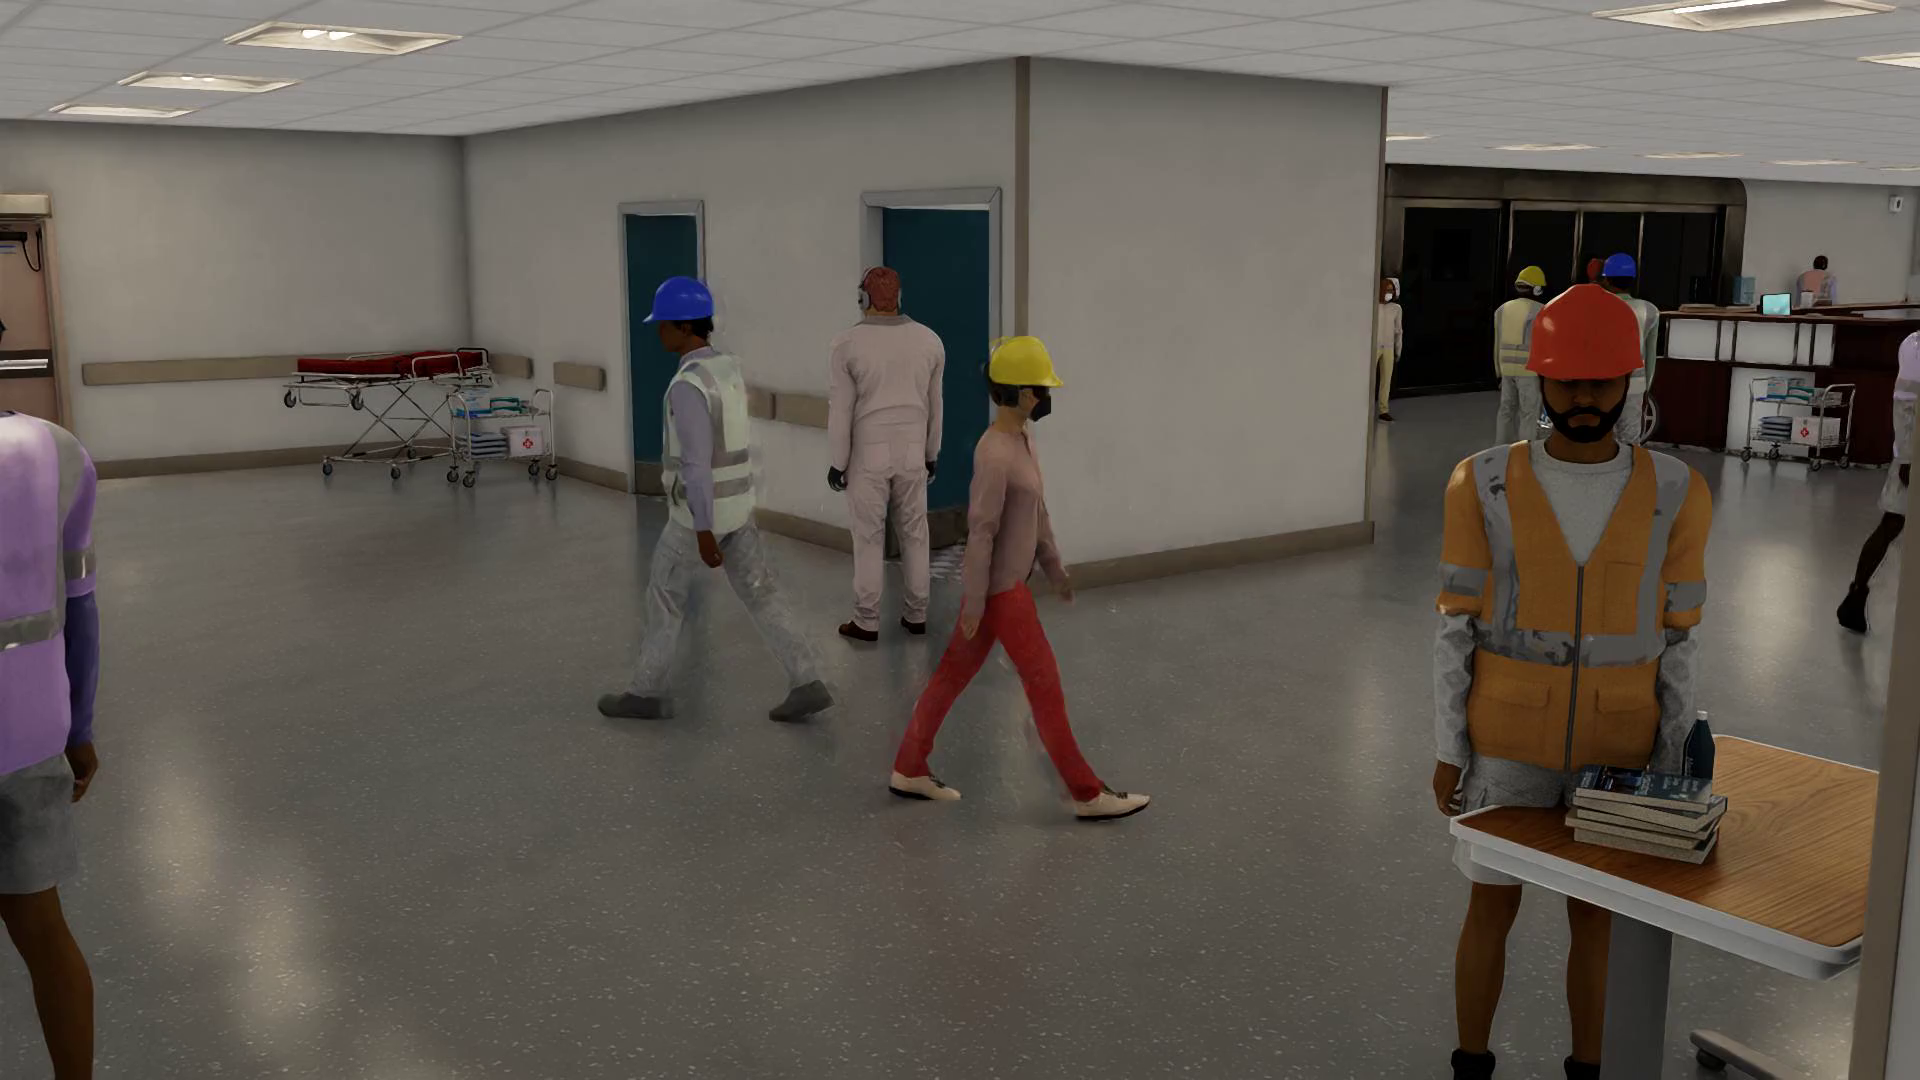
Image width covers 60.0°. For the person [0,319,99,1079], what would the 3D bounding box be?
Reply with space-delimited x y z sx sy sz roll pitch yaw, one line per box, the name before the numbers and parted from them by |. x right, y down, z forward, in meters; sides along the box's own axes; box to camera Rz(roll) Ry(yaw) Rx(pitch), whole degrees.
person | -2.048 0.413 3.422 0.409 2.028 0.615 3 11 17

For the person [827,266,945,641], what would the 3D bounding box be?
person | -0.395 -0.437 8.514 0.642 1.907 0.410 -6 12 -29

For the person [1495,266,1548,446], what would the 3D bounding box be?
person | 4.971 -1.491 14.652 0.403 1.827 0.600 -6 12 -29

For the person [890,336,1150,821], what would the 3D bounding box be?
person | 0.169 0.140 5.848 0.956 1.708 0.525 1 10 8

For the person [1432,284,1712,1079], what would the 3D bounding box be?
person | 1.290 0.430 3.565 0.546 1.938 0.360 2 10 12

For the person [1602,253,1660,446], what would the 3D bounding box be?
person | 4.786 -1.112 12.173 0.603 1.949 0.384 -2 10 -9

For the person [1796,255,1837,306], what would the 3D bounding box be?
person | 13.950 -3.716 27.124 0.431 1.832 0.645 -8 13 -37

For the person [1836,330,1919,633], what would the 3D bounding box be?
person | 4.950 -0.434 8.487 0.727 1.909 0.573 0 10 -1

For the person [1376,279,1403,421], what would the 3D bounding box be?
person | 4.785 -2.148 18.896 0.504 1.627 0.285 -2 10 -13

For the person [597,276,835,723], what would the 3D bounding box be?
person | -1.014 -0.145 6.938 1.030 1.900 0.613 3 11 16
